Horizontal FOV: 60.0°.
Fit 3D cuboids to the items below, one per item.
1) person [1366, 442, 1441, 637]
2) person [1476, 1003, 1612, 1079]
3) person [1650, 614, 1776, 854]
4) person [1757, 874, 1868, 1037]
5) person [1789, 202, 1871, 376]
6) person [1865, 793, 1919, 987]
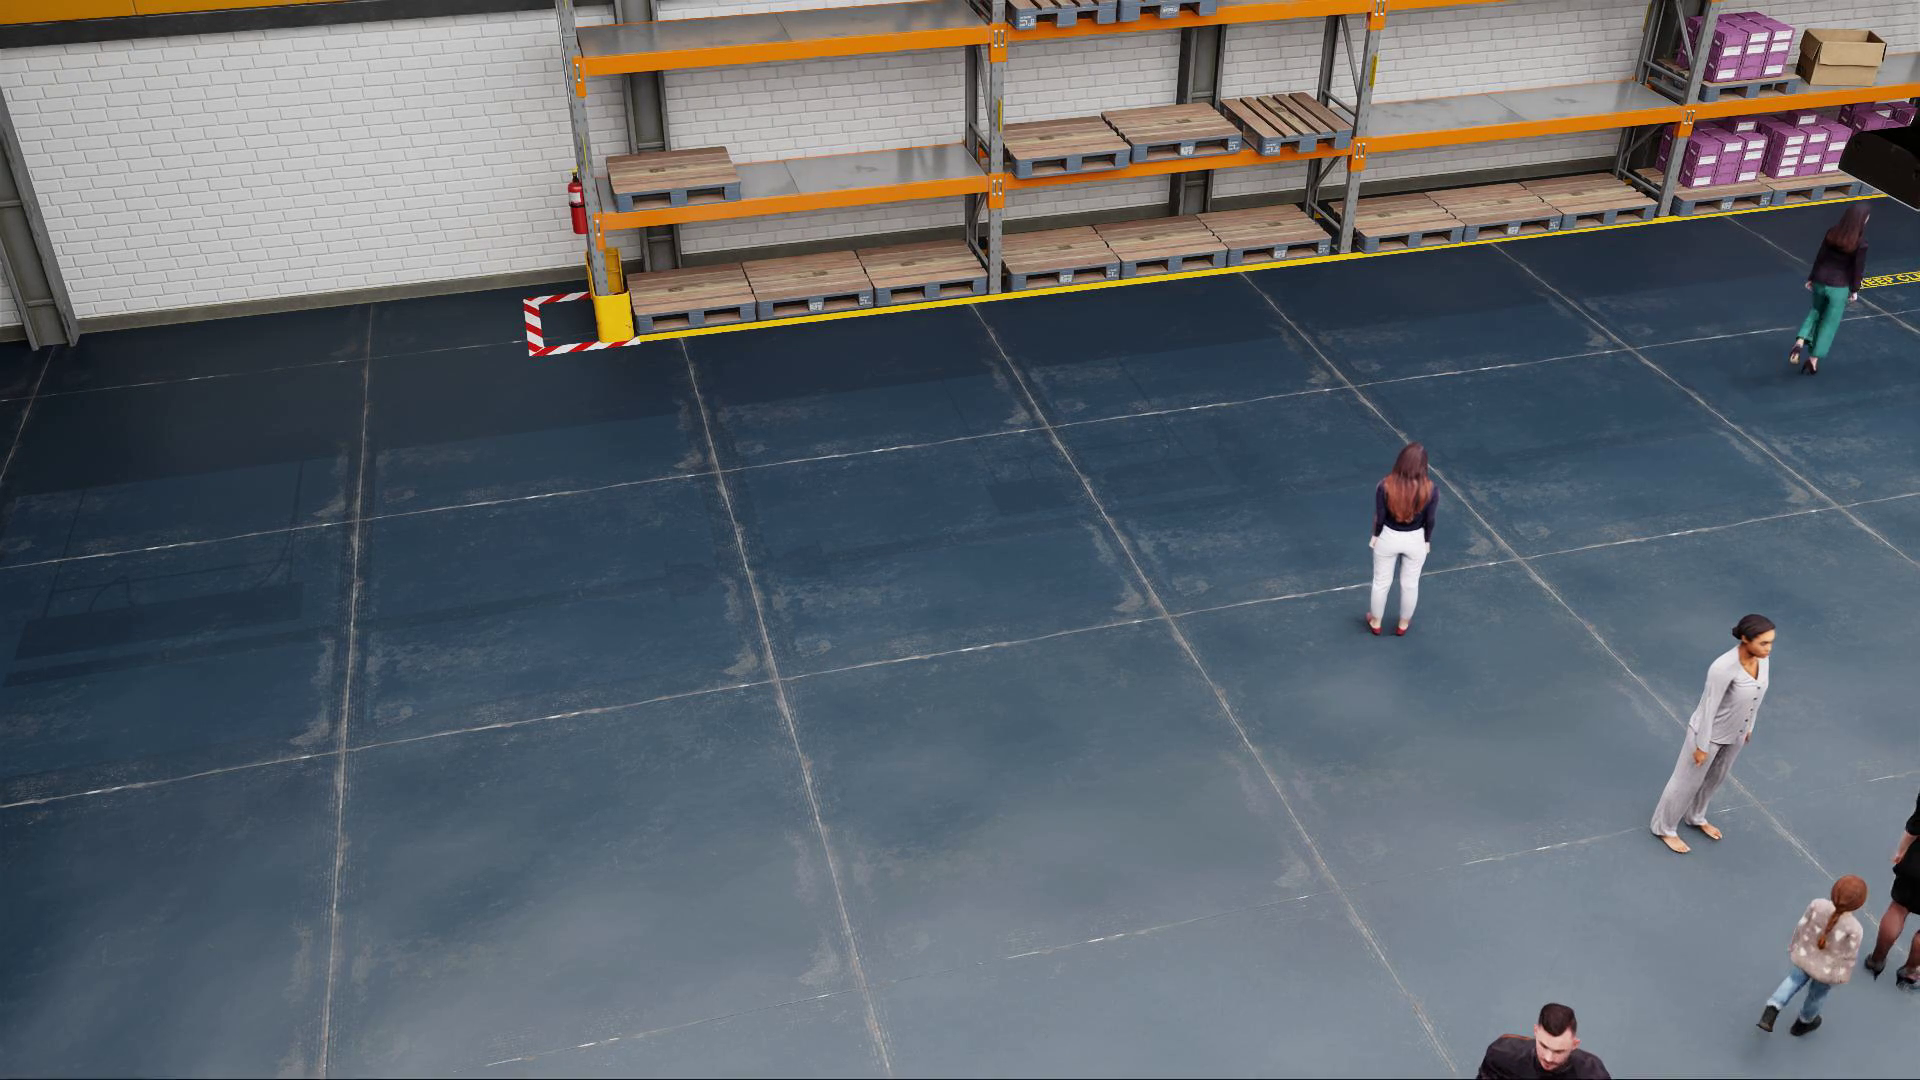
[{"bbox_3d":[3.202,-0.003,12.078,0.612,1.608,0.734,6,34,9],"label":"person"},{"bbox_3d":[2.613,2.771,7.681,0.757,1.854,0.868,11,35,16],"label":"person"},{"bbox_3d":[4.653,1.156,10.221,0.559,1.732,0.730,-17,37,-24],"label":"person"},{"bbox_3d":[4.634,2.286,9.012,0.756,1.188,0.611,-20,38,-27],"label":"person"},{"bbox_3d":[8.030,-2.298,15.425,0.809,1.725,0.724,-19,38,-26],"label":"person"},{"bbox_3d":[5.428,1.834,9.231,0.657,1.700,0.698,27,42,35],"label":"person"}]
